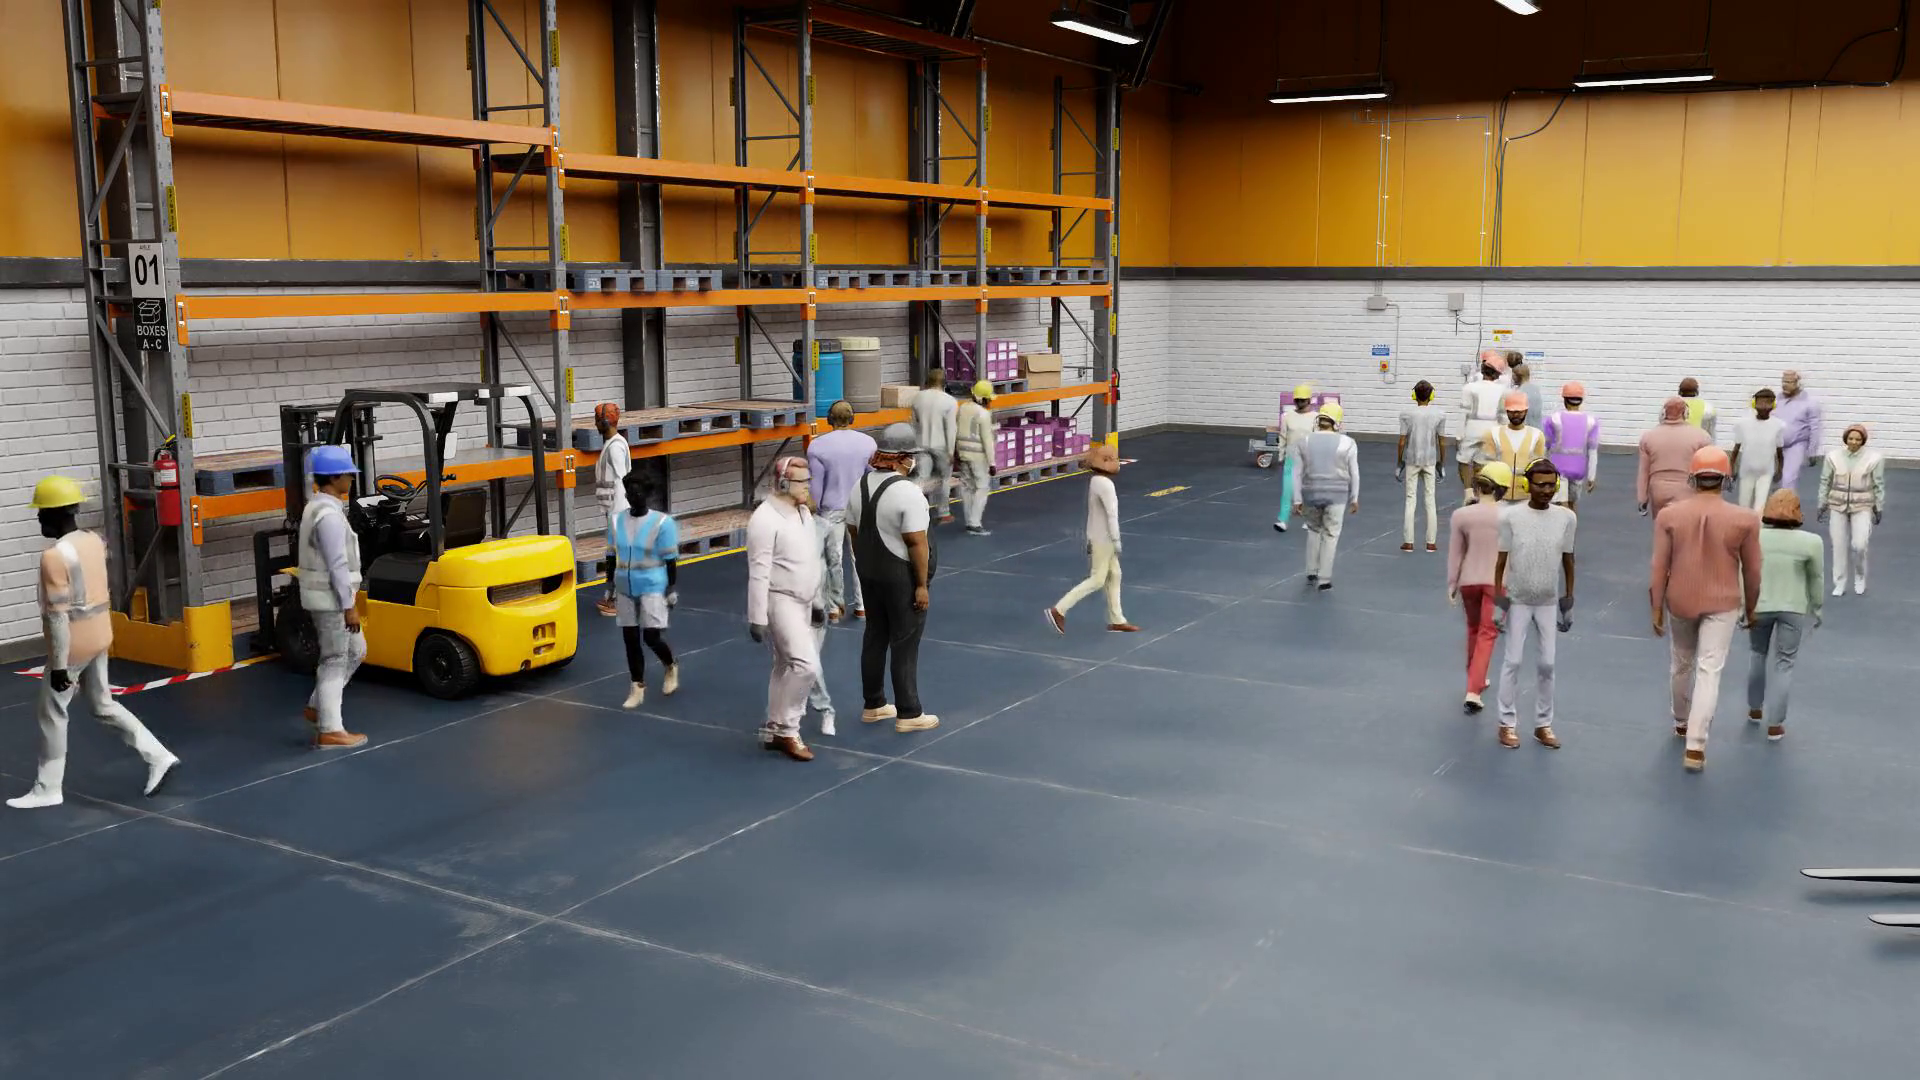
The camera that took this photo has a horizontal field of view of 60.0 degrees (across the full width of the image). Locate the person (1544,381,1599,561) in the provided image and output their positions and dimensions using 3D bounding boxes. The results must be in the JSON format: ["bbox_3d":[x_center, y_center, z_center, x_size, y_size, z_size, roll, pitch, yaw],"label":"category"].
[{"bbox_3d":[6.420,-0.733,17.570,0.550,1.889,1.032,0,9,2],"label":"person"}]

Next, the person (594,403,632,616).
[{"bbox_3d":[-3.049,-0.273,14.671,0.360,1.884,0.574,-2,9,-14],"label":"person"}]

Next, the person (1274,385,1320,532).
[{"bbox_3d":[3.938,-0.937,19.316,0.557,1.720,0.903,4,10,25],"label":"person"}]

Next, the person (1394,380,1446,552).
[{"bbox_3d":[4.983,-0.797,18.000,0.534,1.864,0.310,1,9,8],"label":"person"}]

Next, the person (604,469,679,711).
[{"bbox_3d":[-2.186,0.337,11.486,0.541,1.686,0.409,3,10,20],"label":"person"}]

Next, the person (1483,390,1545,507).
[{"bbox_3d":[5.136,-0.427,15.463,0.546,1.939,0.375,2,9,13],"label":"person"}]

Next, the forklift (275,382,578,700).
[{"bbox_3d":[-3.974,-0.067,12.417,2.313,2.155,1.214,5,11,30],"label":"forklift"}]

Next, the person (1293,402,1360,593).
[{"bbox_3d":[3.499,-0.412,15.818,0.585,1.797,0.670,5,10,26],"label":"person"}]

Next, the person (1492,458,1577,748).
[{"bbox_3d":[3.643,0.402,10.550,0.514,1.860,0.332,1,9,5],"label":"person"}]

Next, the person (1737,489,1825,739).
[{"bbox_3d":[5.377,0.467,10.920,0.515,1.610,0.705,6,11,31],"label":"person"}]

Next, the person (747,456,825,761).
[{"bbox_3d":[-1.012,0.422,10.317,0.569,1.883,0.656,3,10,17],"label":"person"}]

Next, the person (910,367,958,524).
[{"bbox_3d":[-0.355,-1.092,19.729,0.681,1.899,0.926,5,10,28],"label":"person"}]

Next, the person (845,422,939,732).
[{"bbox_3d":[-0.401,0.231,11.033,0.536,2.000,0.688,-8,12,-41],"label":"person"}]

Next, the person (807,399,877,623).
[{"bbox_3d":[-1.013,-0.248,14.345,0.631,1.940,0.372,-4,10,-22],"label":"person"}]

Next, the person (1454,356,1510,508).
[{"bbox_3d":[6.459,-1.278,20.592,0.675,1.993,0.486,-1,9,-4],"label":"person"}]

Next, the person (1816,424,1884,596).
[{"bbox_3d":[8.266,-0.270,15.458,0.534,1.625,0.384,7,12,38],"label":"person"}]

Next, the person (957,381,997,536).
[{"bbox_3d":[0.176,-0.946,19.192,0.443,1.789,0.641,-6,11,-35],"label":"person"}]

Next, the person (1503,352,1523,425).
[{"bbox_3d":[8.620,-2.038,25.974,1.011,1.786,0.642,3,10,20],"label":"person"}]

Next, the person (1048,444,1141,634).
[{"bbox_3d":[1.128,0.001,13.816,0.749,1.609,0.499,-1,9,-3],"label":"person"}]

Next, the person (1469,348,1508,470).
[{"bbox_3d":[7.716,-1.842,24.360,0.567,1.911,0.787,3,10,19],"label":"person"}]

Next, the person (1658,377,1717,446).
[{"bbox_3d":[8.386,-0.978,19.265,0.630,1.827,0.441,2,9,13],"label":"person"}]

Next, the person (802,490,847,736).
[{"bbox_3d":[-1.042,0.396,11.038,0.492,1.694,0.818,-6,11,-33],"label":"person"}]

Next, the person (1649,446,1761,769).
[{"bbox_3d":[4.620,0.395,10.327,0.604,1.947,1.043,6,11,33],"label":"person"}]

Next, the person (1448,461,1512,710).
[{"bbox_3d":[3.661,0.303,11.628,0.507,1.710,0.890,7,12,38],"label":"person"}]

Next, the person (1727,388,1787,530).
[{"bbox_3d":[8.310,-0.685,17.389,0.554,1.838,0.719,4,10,26],"label":"person"}]

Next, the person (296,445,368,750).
[{"bbox_3d":[-3.938,0.370,10.479,0.417,1.934,0.606,-4,10,-25],"label":"person"}]

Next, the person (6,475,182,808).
[{"bbox_3d":[-4.930,0.574,9.349,0.800,1.909,0.609,0,9,-1],"label":"person"}]

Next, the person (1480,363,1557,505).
[{"bbox_3d":[7.153,-1.287,21.022,0.646,1.874,1.069,-9,13,-43],"label":"person"}]

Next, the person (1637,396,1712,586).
[{"bbox_3d":[6.676,-0.410,15.609,0.665,1.868,0.863,7,11,36],"label":"person"}]

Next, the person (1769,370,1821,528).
[{"bbox_3d":[9.663,-1.053,19.558,0.842,1.872,0.663,-5,11,-31],"label":"person"}]
